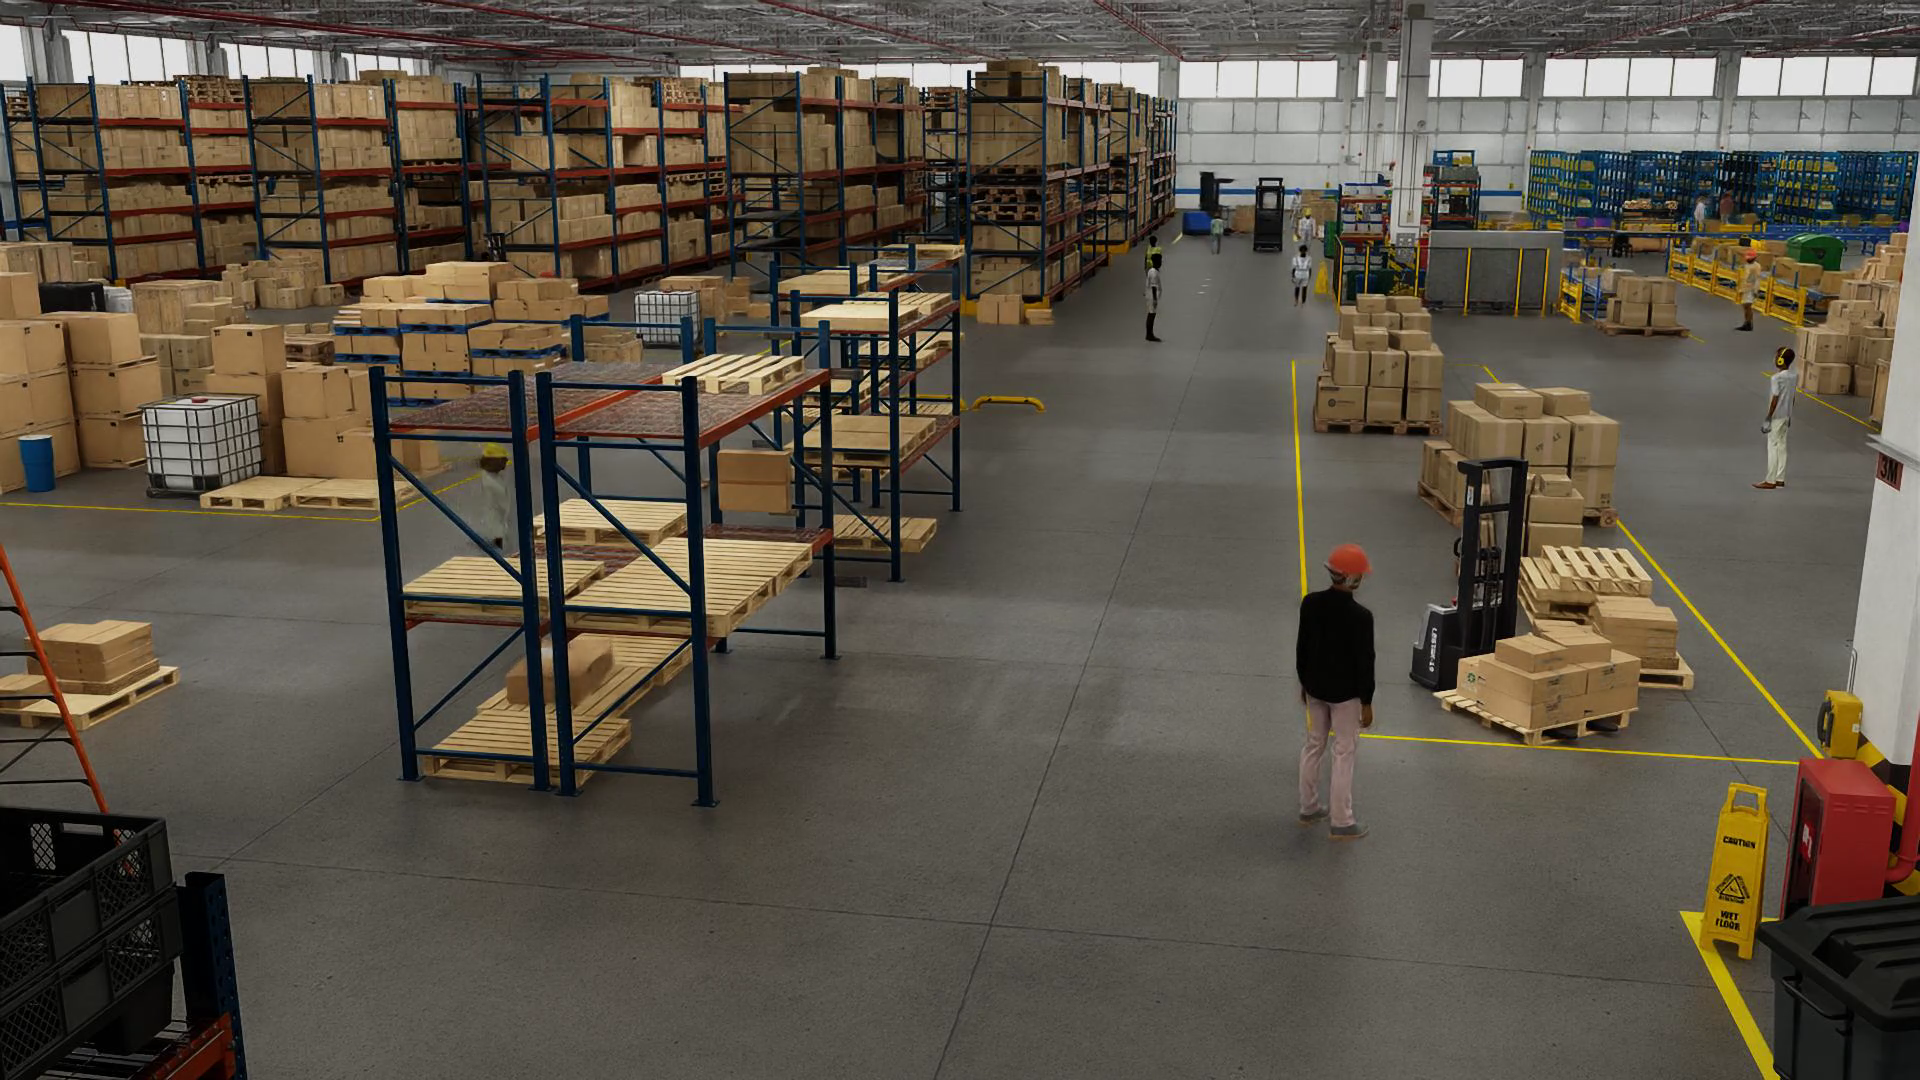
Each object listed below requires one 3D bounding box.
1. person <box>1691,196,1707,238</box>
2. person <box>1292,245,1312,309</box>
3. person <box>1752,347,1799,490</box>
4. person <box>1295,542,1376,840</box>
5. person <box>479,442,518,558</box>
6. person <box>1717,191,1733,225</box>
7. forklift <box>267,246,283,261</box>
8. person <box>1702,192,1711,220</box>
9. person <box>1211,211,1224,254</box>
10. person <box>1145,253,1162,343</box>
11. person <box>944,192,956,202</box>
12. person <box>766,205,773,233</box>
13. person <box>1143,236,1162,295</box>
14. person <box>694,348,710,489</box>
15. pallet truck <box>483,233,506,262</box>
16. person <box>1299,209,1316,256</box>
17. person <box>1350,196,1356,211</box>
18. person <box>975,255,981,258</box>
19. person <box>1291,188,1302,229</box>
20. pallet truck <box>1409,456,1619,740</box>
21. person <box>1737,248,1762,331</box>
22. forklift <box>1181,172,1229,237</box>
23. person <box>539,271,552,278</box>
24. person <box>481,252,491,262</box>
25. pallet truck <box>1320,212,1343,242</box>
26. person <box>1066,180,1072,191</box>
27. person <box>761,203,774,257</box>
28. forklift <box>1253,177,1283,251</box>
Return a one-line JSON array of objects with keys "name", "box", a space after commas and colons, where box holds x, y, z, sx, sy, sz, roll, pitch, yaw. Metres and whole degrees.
[{"name": "person", "box": [31.633, -13.748, 71.124, 0.992, 1.869, 0.656, 8, 16, 31]}, {"name": "person", "box": [9.036, -6.973, 43.987, 0.539, 1.679, 0.698, 2, 14, 7]}, {"name": "person", "box": [10.674, -1.586, 21.714, 0.514, 1.876, 0.328, -9, 16, -32]}, {"name": "person", "box": [2.501, 0.988, 11.013, 0.396, 1.992, 0.623, -10, 17, -35]}, {"name": "person", "box": [-4.456, -0.103, 16.006, 0.387, 1.732, 0.483, -1, 14, -4]}, {"name": "person", "box": [34.458, -14.737, 74.921, 0.612, 1.969, 0.480, 2, 14, 6]}, {"name": "forklift", "box": [-20.125, -9.270, 50.841, 1.873, 2.768, 1.129, 3, 14, 10]}, {"name": "person", "box": [35.323, -15.639, 78.914, 0.564, 1.812, 0.915, 1, 14, 4]}, {"name": "person", "box": [9.740, -11.629, 63.023, 0.498, 1.615, 0.513, 5, 15, 19]}, {"name": "person", "box": [4.302, -5.380, 36.927, 0.372, 1.966, 0.608, 0, 14, 1]}, {"name": "person", "box": [-0.539, -18.516, 90.591, 0.625, 1.798, 0.859, 2, 14, 6]}, {"name": "person", "box": [-7.385, -12.111, 64.588, 0.969, 1.795, 0.596, 2, 14, 9]}, {"name": "person", "box": [5.472, -7.793, 47.284, 0.532, 1.696, 0.318, 10, 17, 34]}, {"name": "person", "box": [-3.478, -1.608, 21.861, 0.346, 1.845, 0.505, 0, 14, -1]}, {"name": "pallet truck", "box": [-11.832, -7.026, 43.548, 1.885, 1.965, 0.823, 8, 16, 28]}, {"name": "person", "box": [12.628, -11.089, 60.424, 0.627, 1.804, 0.758, 2, 14, 9]}, {"name": "person", "box": [20.647, -17.741, 87.609, 0.498, 1.732, 0.369, -6, 15, -23]}, {"name": "person", "box": [1.023, -11.308, 61.230, 1.018, 1.850, 0.680, 11, 18, 38]}, {"name": "person", "box": [16.099, -15.856, 79.530, 0.601, 1.940, 0.415, -8, 16, -30]}, {"name": "pallet truck", "box": [4.504, 0.400, 13.395, 0.823, 1.965, 1.885, -6, 15, -23]}, {"name": "person", "box": [18.505, -5.879, 39.051, 0.400, 1.922, 0.636, -2, 14, -6]}, {"name": "forklift", "box": [10.876, -14.879, 73.612, 1.873, 2.768, 1.129, -3, 14, -13]}, {"name": "person", "box": [-8.227, -4.398, 33.080, 0.931, 1.896, 0.560, 0, 14, 1]}, {"name": "person", "box": [-11.858, -6.348, 41.459, 0.726, 1.676, 0.538, 2, 14, 9]}, {"name": "pallet truck", "box": [15.874, -13.227, 70.310, 0.680, 1.201, 1.601, 10, 17, 35]}, {"name": "person", "box": [5.930, -18.908, 91.965, 0.794, 1.906, 0.565, -1, 14, -2]}, {"name": "person", "box": [-6.870, -11.442, 61.490, 0.972, 1.998, 0.643, -2, 14, -7]}, {"name": "forklift", "box": [12.083, -12.747, 64.956, 1.129, 2.768, 1.873, 3, 14, 10]}]
